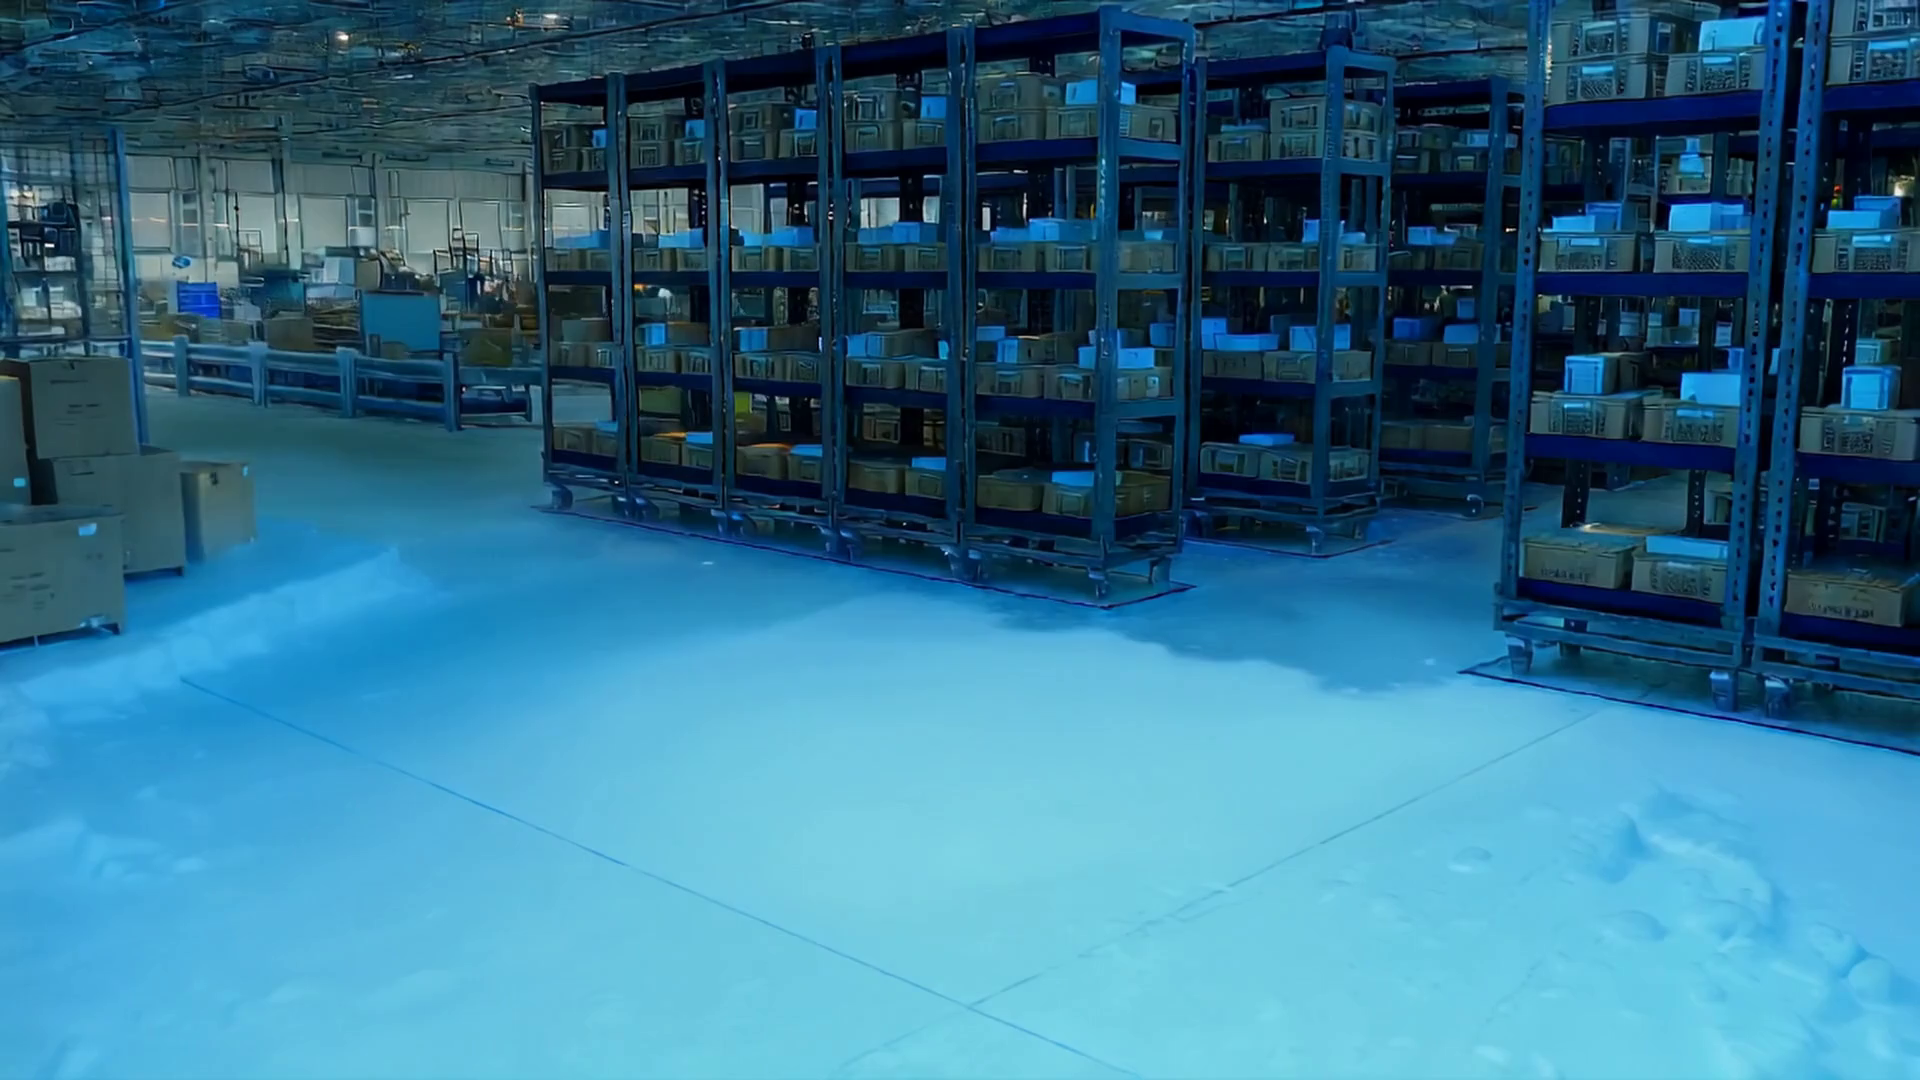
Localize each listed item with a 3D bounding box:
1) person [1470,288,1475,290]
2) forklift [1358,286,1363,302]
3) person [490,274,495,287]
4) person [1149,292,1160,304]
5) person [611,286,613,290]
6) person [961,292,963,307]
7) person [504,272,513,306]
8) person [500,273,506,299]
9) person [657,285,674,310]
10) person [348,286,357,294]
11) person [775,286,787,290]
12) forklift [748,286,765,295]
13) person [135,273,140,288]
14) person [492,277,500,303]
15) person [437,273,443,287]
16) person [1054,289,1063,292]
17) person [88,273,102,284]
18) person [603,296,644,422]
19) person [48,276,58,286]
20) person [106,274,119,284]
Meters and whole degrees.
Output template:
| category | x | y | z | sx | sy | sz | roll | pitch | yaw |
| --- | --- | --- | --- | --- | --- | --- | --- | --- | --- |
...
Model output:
| category | x | y | z | sx | sy | sz | roll | pitch | yaw |
| --- | --- | --- | --- | --- | --- | --- | --- | --- | --- |
| person | 19.417 | -9.008 | 62.317 | 0.981 | 1.863 | 0.652 | -9 | 13 | -43 |
| forklift | 11.100 | -7.017 | 46.970 | 1.873 | 2.768 | 1.129 | 9 | 13 | 43 |
| person | -21.035 | -11.075 | 75.067 | 0.398 | 1.828 | 0.525 | -3 | 10 | -18 |
| person | 6.062 | -7.206 | 51.954 | 0.403 | 1.617 | 0.521 | -8 | 12 | -41 |
| person | -14.102 | -9.954 | 67.544 | 0.987 | 2.000 | 0.687 | -4 | 10 | -21 |
| person | -0.040 | -8.225 | 58.007 | 0.364 | 1.684 | 0.555 | 6 | 11 | 32 |
| person | -16.491 | -8.705 | 60.199 | 0.906 | 1.952 | 0.623 | -4 | 10 | -23 |
| person | -19.474 | -10.426 | 70.947 | 0.966 | 1.865 | 0.634 | -4 | 10 | -26 |
| person | -8.940 | -7.049 | 50.662 | 0.538 | 1.745 | 0.788 | -8 | 12 | -39 |
| person | -23.251 | -9.251 | 63.711 | 0.544 | 1.892 | 1.010 | 9 | 13 | 43 |
| person | -7.292 | -10.020 | 68.173 | 0.603 | 1.966 | 0.367 | -6 | 11 | -33 |
| forklift | -9.635 | -12.244 | 79.016 | 1.873 | 2.768 | 1.129 | 9 | 13 | 43 |
| person | -32.684 | -9.627 | 65.856 | 0.543 | 1.938 | 0.357 | 6 | 11 | 33 |
| person | -16.570 | -8.498 | 59.455 | 0.311 | 1.768 | 0.531 | -1 | 9 | -4 |
| person | -22.773 | -10.753 | 72.963 | 0.530 | 1.871 | 0.323 | 8 | 12 | 41 |
| person | 3.316 | -7.762 | 54.774 | 0.430 | 1.820 | 0.593 | 7 | 12 | 38 |
| person | -41.291 | -11.810 | 79.483 | 0.657 | 1.878 | 0.914 | -4 | 10 | -23 |
| person | -3.526 | -1.691 | 17.580 | 0.431 | 1.817 | 0.594 | -8 | 12 | -41 |
| person | -38.209 | -10.284 | 69.973 | 0.629 | 1.920 | 0.487 | -2 | 9 | -11 |
| person | -39.204 | -11.373 | 76.886 | 0.634 | 1.826 | 0.443 | 3 | 10 | 18 |
